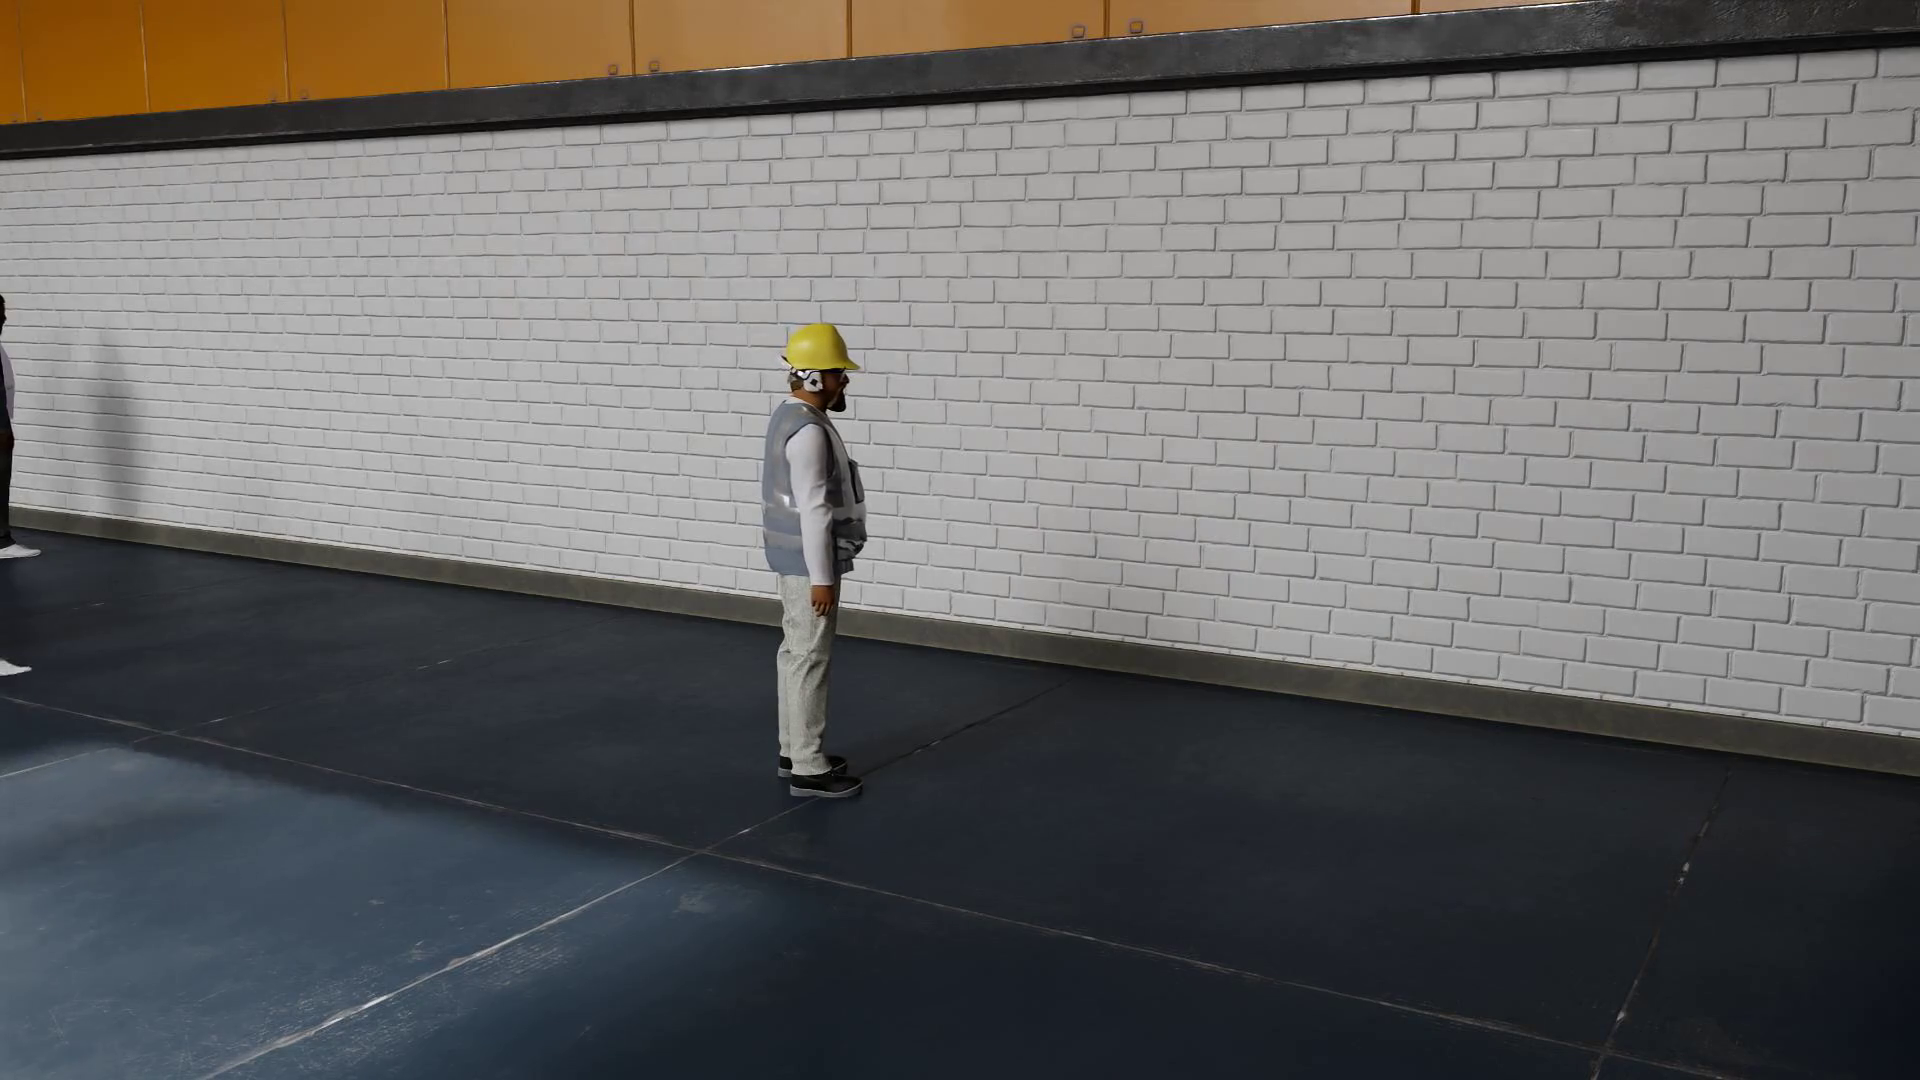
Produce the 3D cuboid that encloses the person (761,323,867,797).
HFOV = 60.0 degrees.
[{"bbox_3d":[-0.565,0.076,6.498,0.404,1.829,0.600,-2,9,-13],"label":"person"}]

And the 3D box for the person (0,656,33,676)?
[{"bbox_3d":[-5.203,-0.192,8.131,0.942,1.876,0.649,-8,12,-43],"label":"person"}]

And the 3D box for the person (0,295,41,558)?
[{"bbox_3d":[-6.902,-0.823,11.849,0.392,1.917,0.592,-9,12,-43],"label":"person"}]
